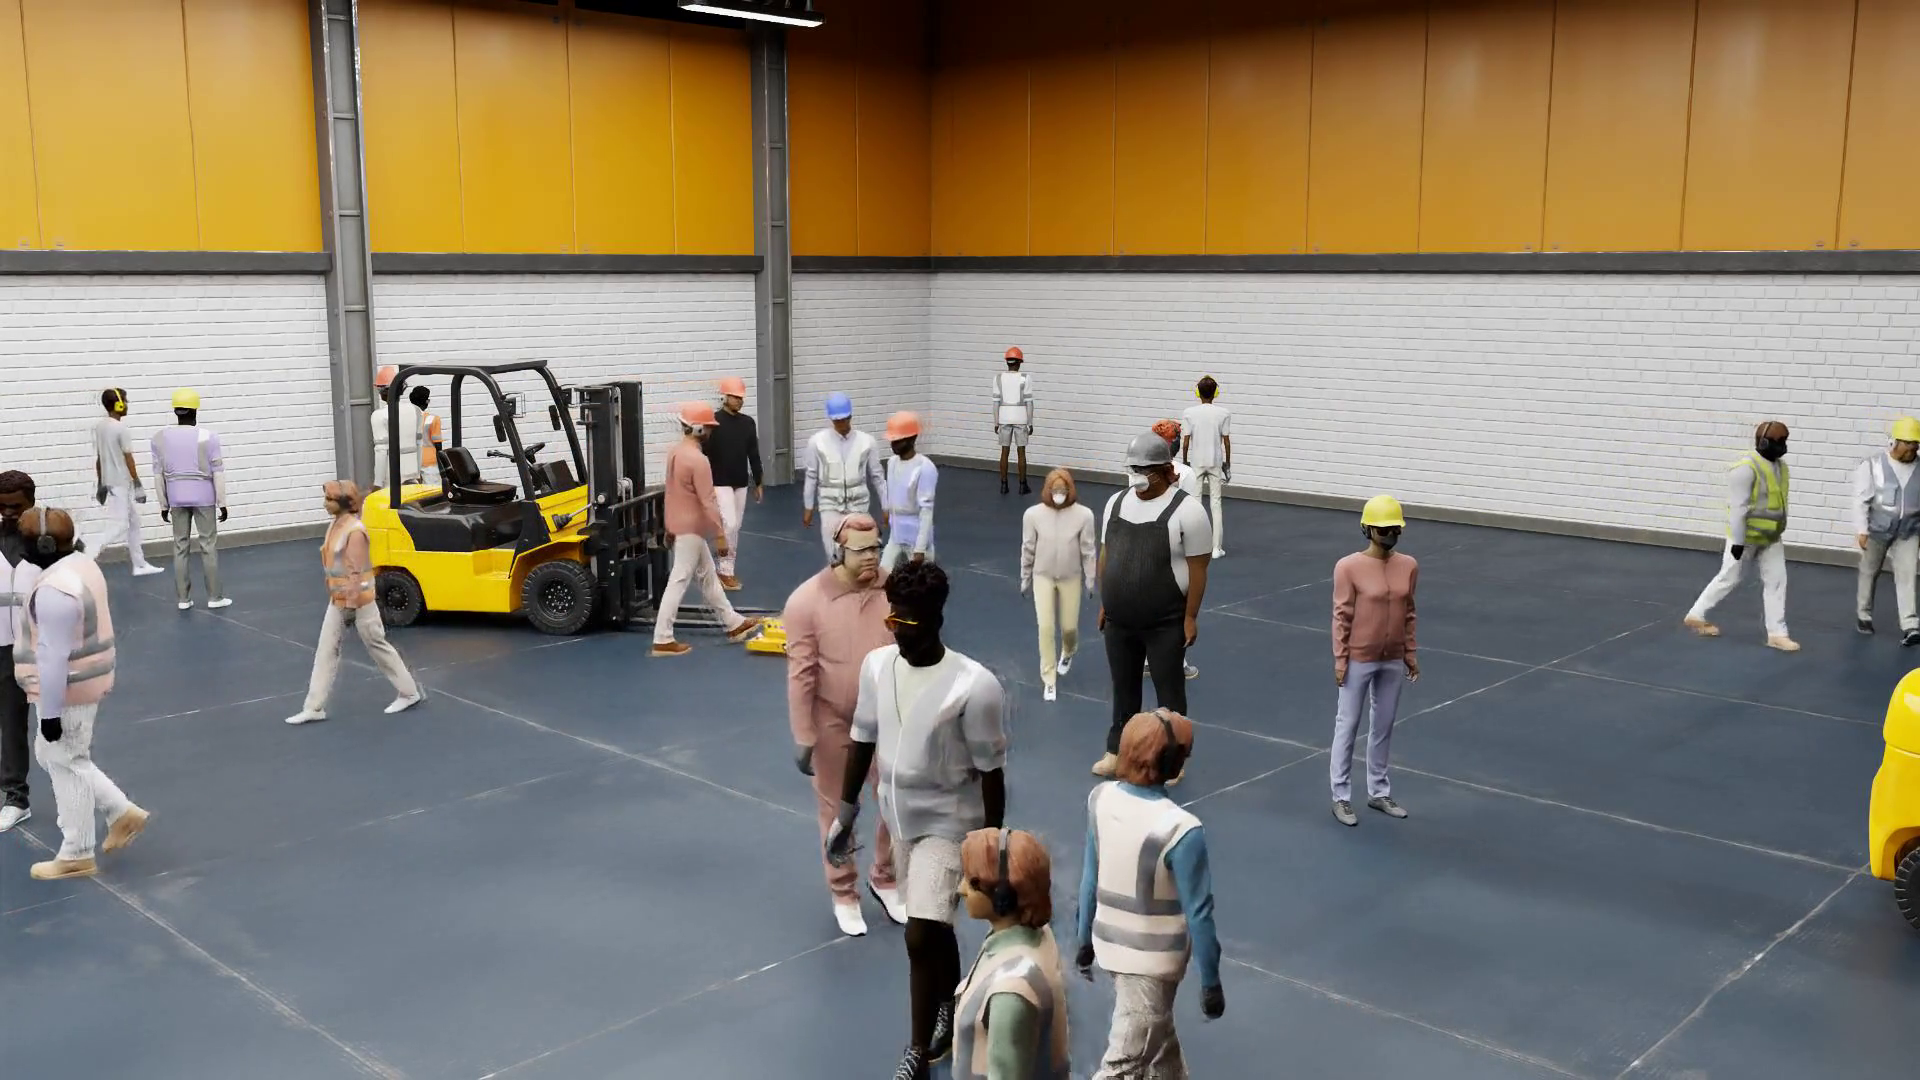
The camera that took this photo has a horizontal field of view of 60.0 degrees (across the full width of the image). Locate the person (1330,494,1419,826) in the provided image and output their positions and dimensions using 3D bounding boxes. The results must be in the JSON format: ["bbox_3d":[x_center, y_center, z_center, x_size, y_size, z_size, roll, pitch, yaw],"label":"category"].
[{"bbox_3d":[2.218,0.633,8.871,0.524,1.769,0.315,-4,10,-21],"label":"person"}]

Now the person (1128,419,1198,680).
[{"bbox_3d":[1.471,0.075,11.942,0.574,1.882,0.356,7,12,38],"label":"person"}]

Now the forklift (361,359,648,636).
[{"bbox_3d":[-3.850,-0.407,13.936,2.313,2.155,1.214,2,9,11],"label":"forklift"}]

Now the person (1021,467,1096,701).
[{"bbox_3d":[0.683,0.269,11.573,0.517,1.607,0.626,1,9,3],"label":"person"}]

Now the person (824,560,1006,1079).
[{"bbox_3d":[-0.198,1.032,5.920,0.632,1.933,0.846,9,13,43],"label":"person"}]

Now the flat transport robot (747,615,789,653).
[{"bbox_3d":[-1.087,0.662,13.265,0.652,0.197,1.431,3,10,19],"label":"flat transport robot"}]

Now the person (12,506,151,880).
[{"bbox_3d":[-4.306,0.738,8.026,0.446,1.830,0.651,-3,10,-16],"label":"person"}]

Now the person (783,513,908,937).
[{"bbox_3d":[-0.449,0.819,7.338,0.651,1.892,0.458,-4,10,-22],"label":"person"}]

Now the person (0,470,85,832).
[{"bbox_3d":[-4.908,0.574,8.782,0.589,1.914,0.392,-2,9,-12],"label":"person"}]

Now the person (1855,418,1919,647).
[{"bbox_3d":[7.369,-0.069,13.121,0.602,1.775,0.952,2,10,13],"label":"person"}]

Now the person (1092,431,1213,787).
[{"bbox_3d":[1.052,0.389,9.528,0.688,2.000,0.539,7,11,36],"label":"person"}]

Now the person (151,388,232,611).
[{"bbox_3d":[-6.639,-0.346,14.380,0.586,1.928,0.364,-1,9,-7],"label":"person"}]

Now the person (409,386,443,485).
[{"bbox_3d":[-5.830,-0.825,18.046,0.532,1.694,0.320,3,10,20],"label":"person"}]

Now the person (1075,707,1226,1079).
[{"bbox_3d":[0.577,1.315,5.222,0.861,1.592,0.543,-6,11,-30],"label":"person"}]

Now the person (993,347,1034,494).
[{"bbox_3d":[0.706,-1.564,21.849,0.542,1.928,0.374,2,10,14],"label":"person"}]

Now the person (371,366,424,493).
[{"bbox_3d":[-5.306,-0.611,15.652,0.375,2.044,0.605,4,10,23],"label":"person"}]

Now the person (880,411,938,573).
[{"bbox_3d":[-0.465,0.004,12.302,0.801,1.902,0.568,-8,12,-39],"label":"person"}]

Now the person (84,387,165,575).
[{"bbox_3d":[-8.028,-0.522,15.748,0.522,1.843,0.833,8,12,39],"label":"person"}]

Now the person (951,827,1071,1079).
[{"bbox_3d":[0.174,1.482,4.092,0.621,1.618,0.528,1,9,6],"label":"person"}]

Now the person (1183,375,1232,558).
[{"bbox_3d":[2.517,-0.744,16.988,0.513,1.876,0.328,1,9,8],"label":"person"}]

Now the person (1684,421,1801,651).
[{"bbox_3d":[6.165,-0.059,13.060,0.653,1.796,0.897,-6,11,-32],"label":"person"}]

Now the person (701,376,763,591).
[{"bbox_3d":[-2.066,-0.514,15.262,0.656,1.970,0.634,-9,13,-44],"label":"person"}]

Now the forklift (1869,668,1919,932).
[{"bbox_3d":[5.205,0.723,7.013,2.313,2.155,1.214,9,13,43],"label":"forklift"}]

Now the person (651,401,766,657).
[{"bbox_3d":[-1.938,-0.092,12.749,1.013,1.940,0.654,-5,10,-27],"label":"person"}]

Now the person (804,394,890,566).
[{"bbox_3d":[-0.934,-0.269,13.922,0.737,1.913,0.595,-2,9,-10],"label":"person"}]

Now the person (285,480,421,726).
[{"bbox_3d":[-3.962,0.392,10.867,0.851,1.596,0.530,-7,12,-39],"label":"person"}]
